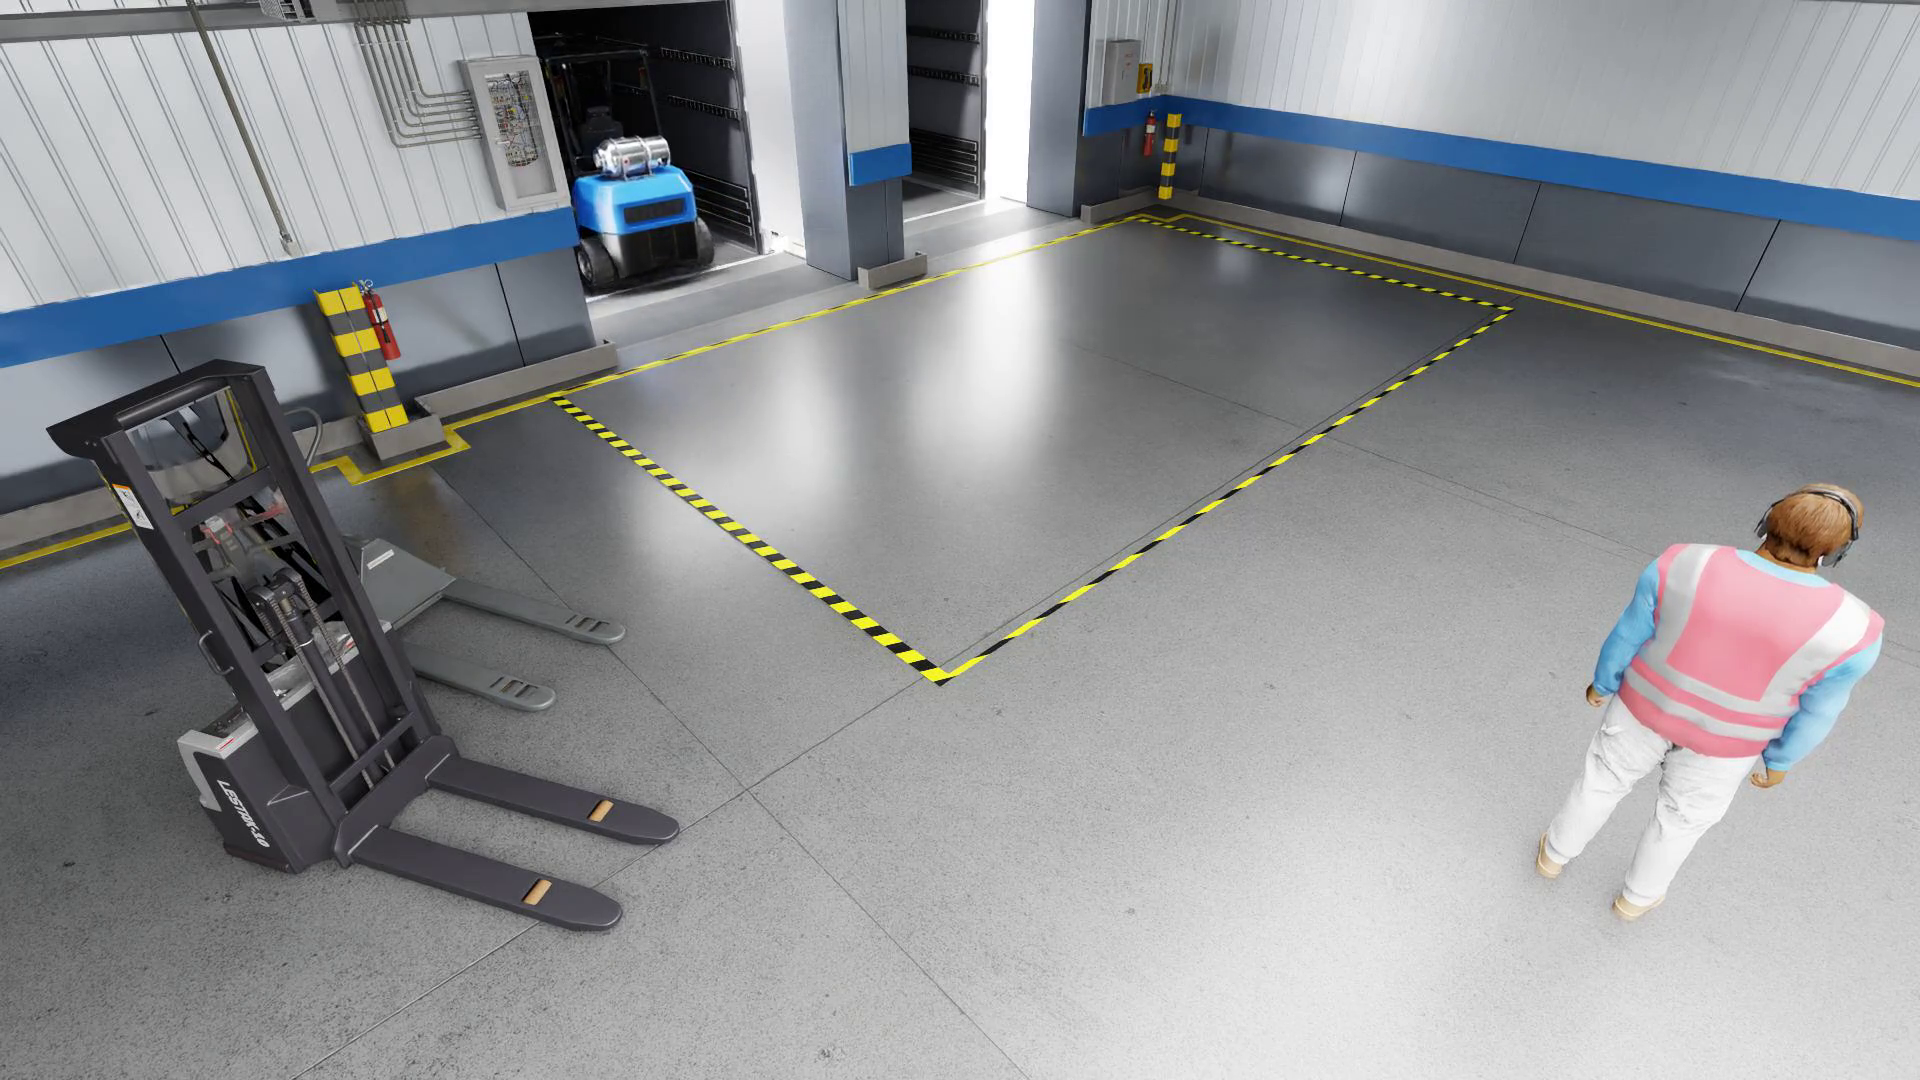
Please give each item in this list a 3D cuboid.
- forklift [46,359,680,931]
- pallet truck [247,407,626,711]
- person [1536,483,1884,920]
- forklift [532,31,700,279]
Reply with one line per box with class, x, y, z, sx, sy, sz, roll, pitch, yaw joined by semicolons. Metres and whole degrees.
forklift;-2.135;0.422;3.354;1.885;1.965;0.823;10;35;14
pallet truck;-2.628;0.038;4.590;1.601;1.201;0.680;12;36;18
person;2.561;0.612;3.211;0.429;1.841;0.635;-29;43;-35
forklift;-3.908;-4.161;9.768;1.157;2.036;2.680;-26;42;-33
